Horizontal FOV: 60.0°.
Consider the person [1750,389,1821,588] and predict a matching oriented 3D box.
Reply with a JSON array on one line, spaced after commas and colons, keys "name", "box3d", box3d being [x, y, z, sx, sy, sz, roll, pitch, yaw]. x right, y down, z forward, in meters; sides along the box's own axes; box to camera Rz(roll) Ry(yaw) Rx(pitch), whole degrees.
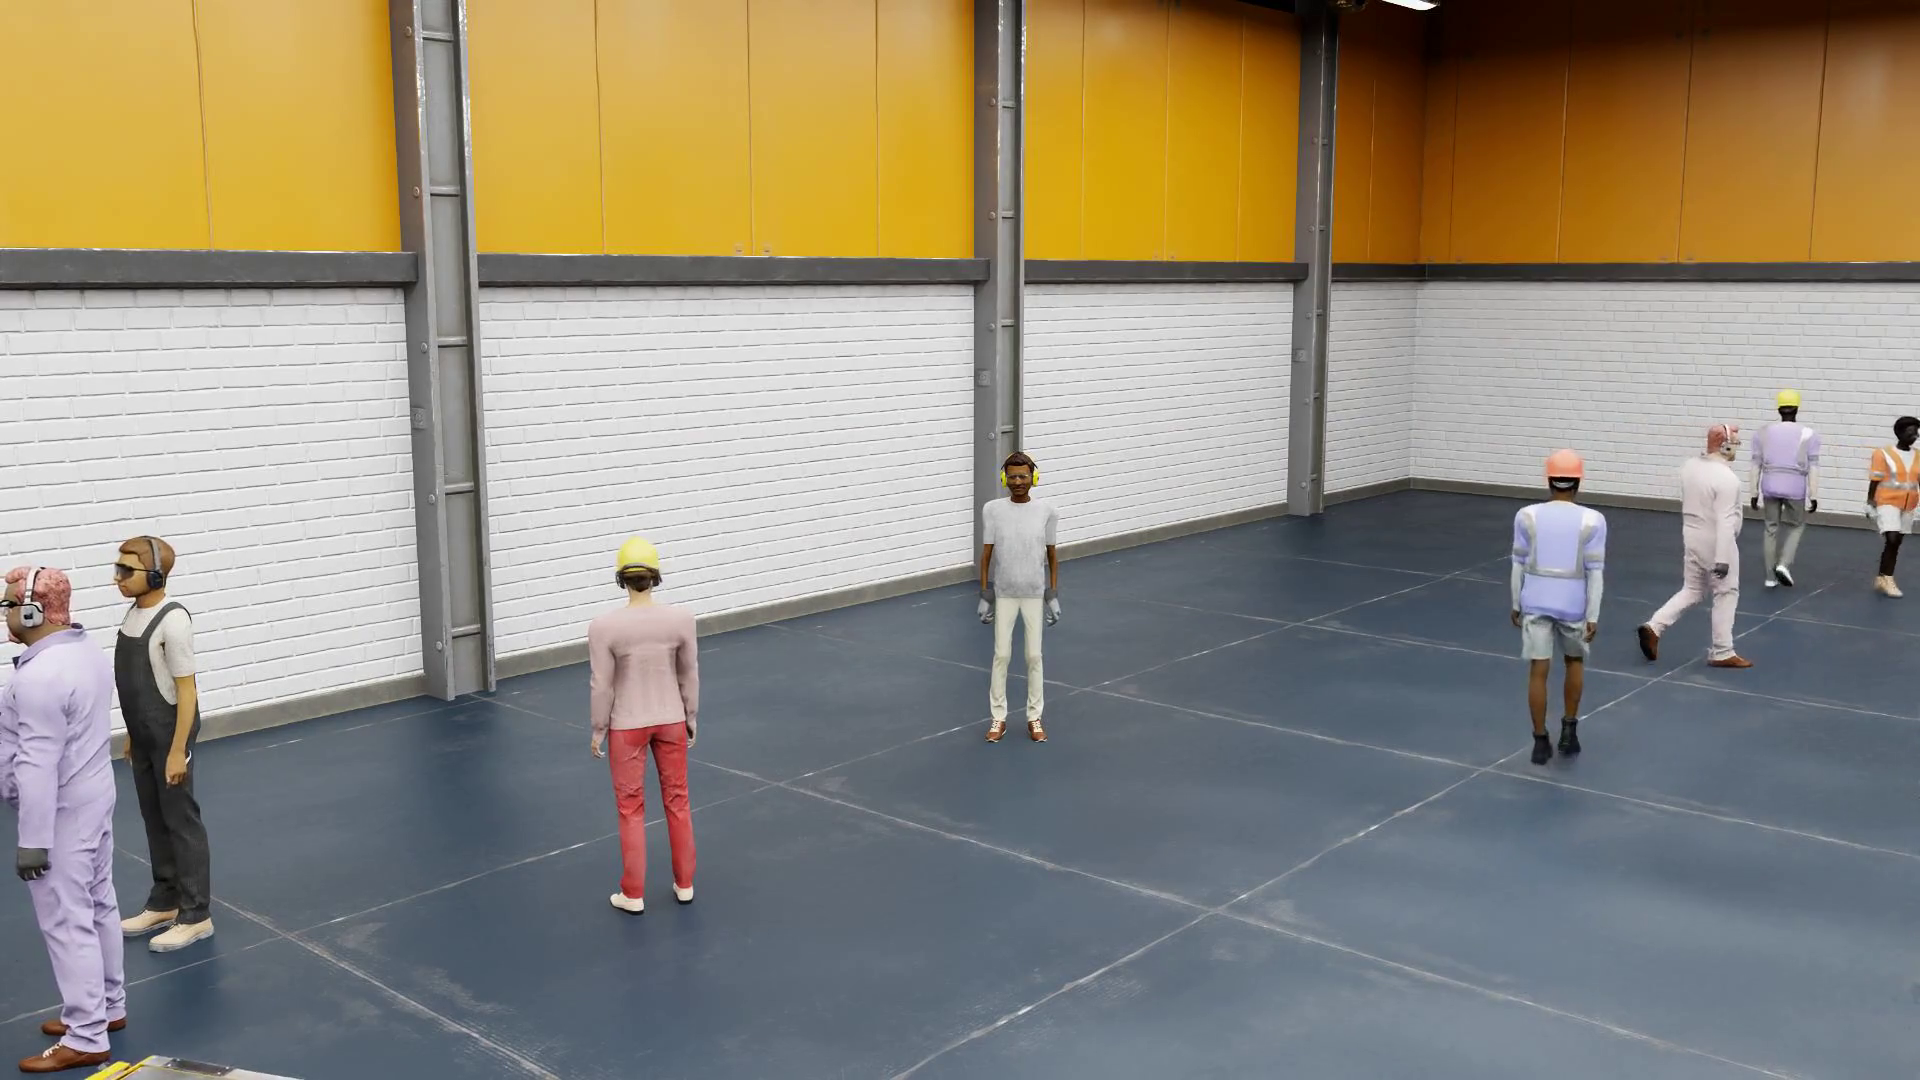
[{"name": "person", "box3d": [7.814, -0.479, 15.774, 0.607, 1.908, 0.420, 7, 11, 37]}]

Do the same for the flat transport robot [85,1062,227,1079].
[{"name": "flat transport robot", "box3d": [-2.517, 1.981, 5.454, 1.431, 0.197, 0.652, 3, 9, 17]}]

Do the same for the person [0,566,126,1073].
[{"name": "person", "box3d": [-3.423, 1.037, 6.308, 0.401, 1.901, 0.646, -2, 9, -11]}]

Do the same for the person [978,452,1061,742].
[{"name": "person", "box3d": [0.379, 0.363, 10.614, 0.531, 1.870, 0.317, 0, 9, 0]}]

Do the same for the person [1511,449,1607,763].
[{"name": "person", "box3d": [3.676, 0.395, 10.259, 0.546, 1.913, 0.657, 4, 10, 23]}]

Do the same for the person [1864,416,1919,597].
[{"name": "person", "box3d": [8.717, -0.303, 15.371, 0.556, 1.671, 0.663, -1, 9, -6]}]

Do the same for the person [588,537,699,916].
[{"name": "person", "box3d": [-1.480, 0.865, 7.794, 0.528, 1.765, 0.327, -5, 10, -28]}]

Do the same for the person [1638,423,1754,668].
[{"name": "person", "box3d": [5.616, 0.047, 12.569, 0.775, 1.881, 0.651, -1, 9, -8]}]

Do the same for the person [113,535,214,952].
[{"name": "person", "box3d": [-3.562, 0.890, 7.380, 0.508, 1.847, 0.345, 7, 12, 38]}]
